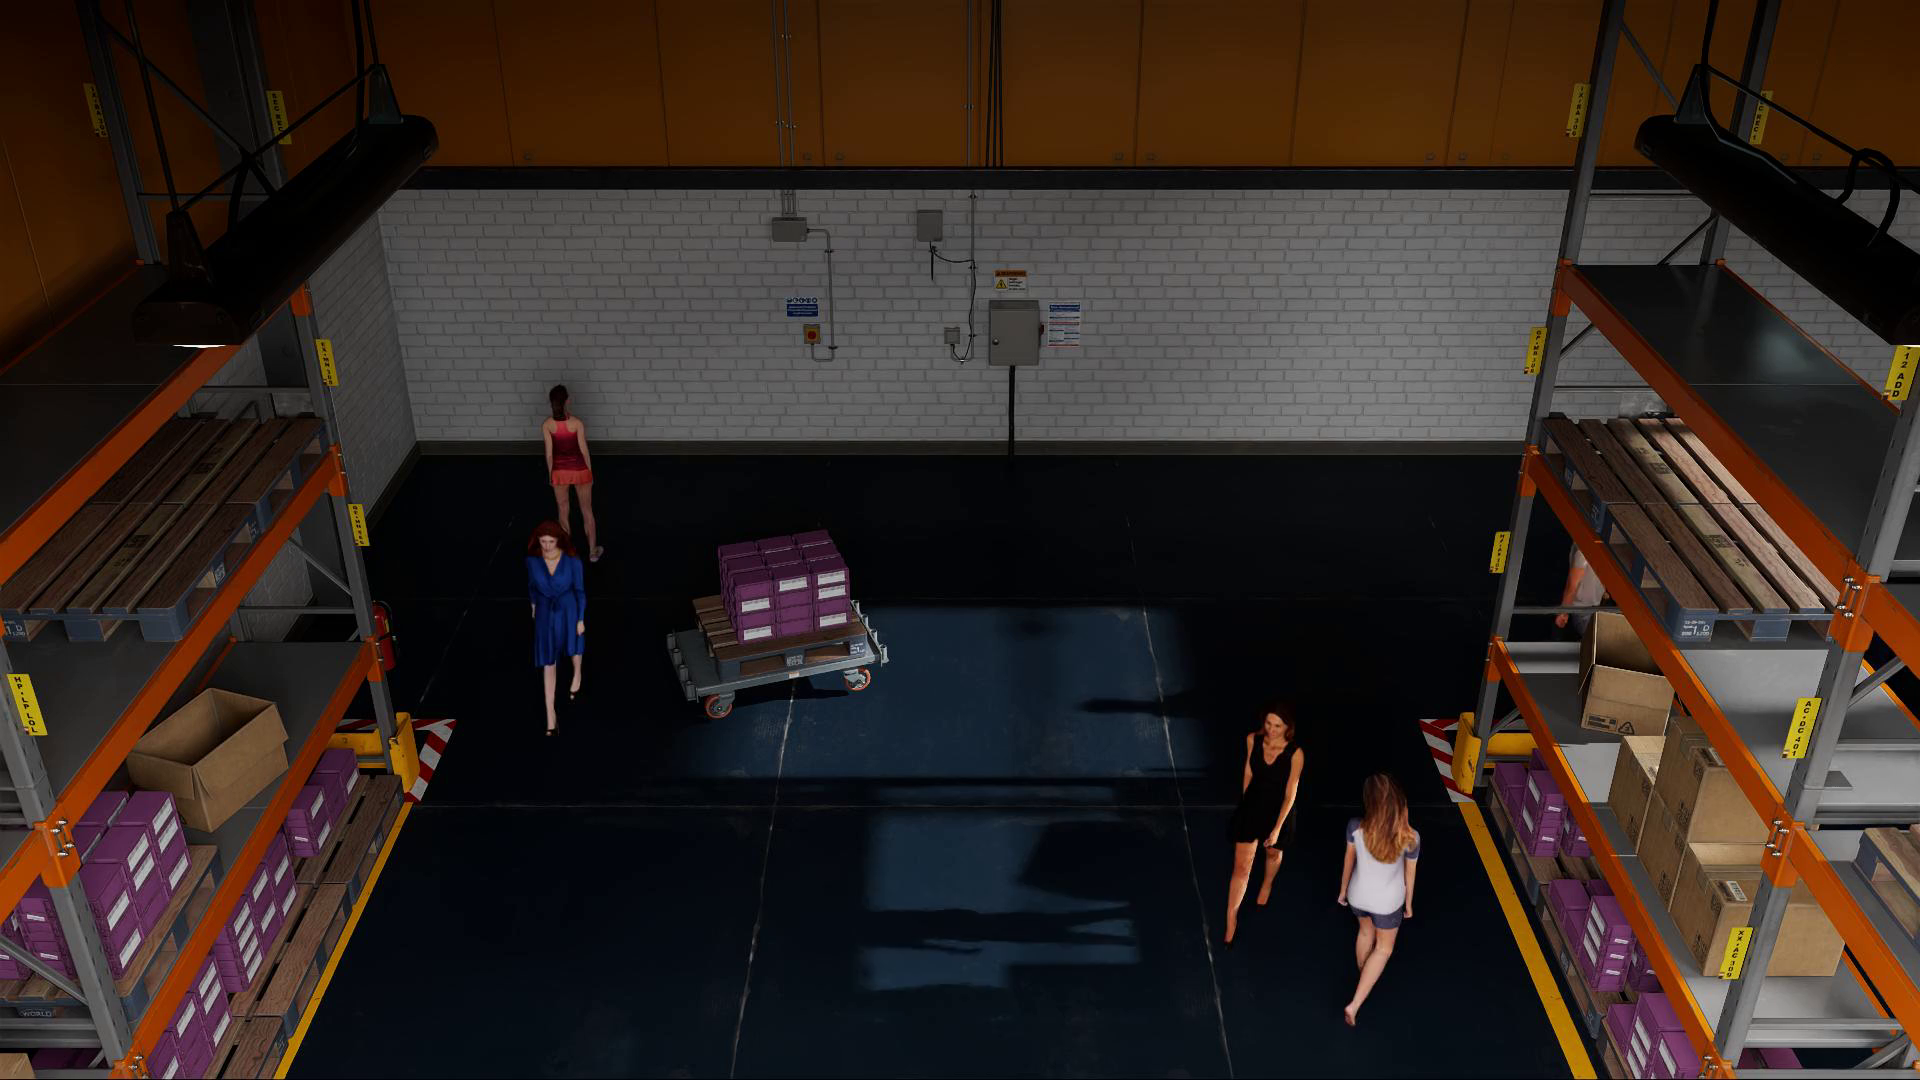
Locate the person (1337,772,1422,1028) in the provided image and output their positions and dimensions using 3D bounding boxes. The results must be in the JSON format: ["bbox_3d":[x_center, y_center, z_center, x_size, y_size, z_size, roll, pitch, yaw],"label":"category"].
[{"bbox_3d":[2.480,2.211,10.018,0.891,1.697,1.036,17,33,28],"label":"person"}]

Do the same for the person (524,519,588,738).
[{"bbox_3d":[-3.083,0.574,12.943,0.625,1.770,1.141,1,29,2],"label":"person"}]

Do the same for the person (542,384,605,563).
[{"bbox_3d":[-3.549,-0.606,15.123,0.581,1.754,0.578,-3,29,-5],"label":"person"}]

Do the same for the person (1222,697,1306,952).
[{"bbox_3d":[2.042,1.744,10.758,0.857,1.808,1.035,15,32,26],"label":"person"}]
